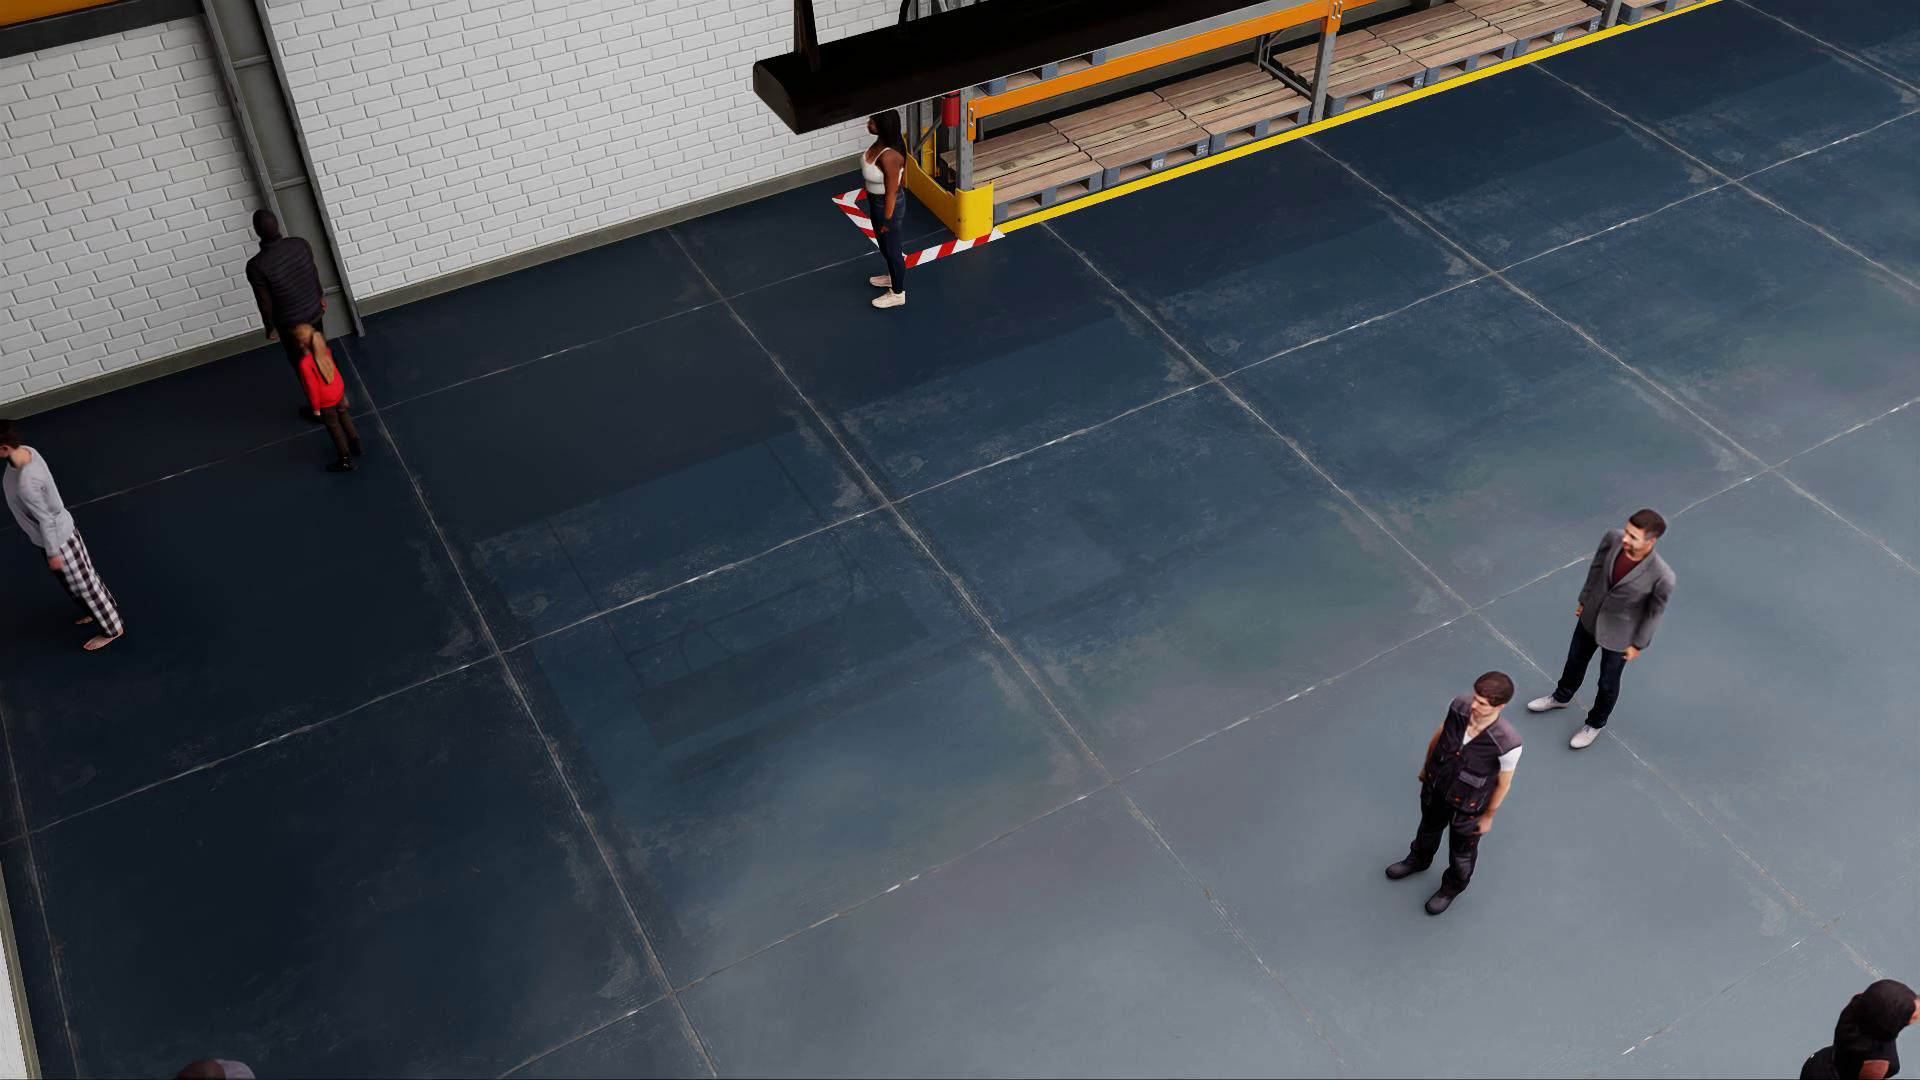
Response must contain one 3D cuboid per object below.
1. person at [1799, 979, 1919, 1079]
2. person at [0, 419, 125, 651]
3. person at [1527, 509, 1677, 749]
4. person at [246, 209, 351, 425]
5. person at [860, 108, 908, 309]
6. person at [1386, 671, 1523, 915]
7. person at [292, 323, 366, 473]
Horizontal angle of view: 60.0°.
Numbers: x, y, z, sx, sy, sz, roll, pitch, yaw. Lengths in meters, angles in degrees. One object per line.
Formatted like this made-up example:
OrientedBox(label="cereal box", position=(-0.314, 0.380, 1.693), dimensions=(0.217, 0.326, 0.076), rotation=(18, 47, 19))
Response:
OrientedBox(label="person", position=(4.218, 2.653, 8.028), dimensions=(0.722, 1.740, 0.675), rotation=(8, 44, 8))
OrientedBox(label="person", position=(-5.876, -0.055, 10.793), dimensions=(0.515, 1.848, 0.614), rotation=(-21, 48, -21))
OrientedBox(label="person", position=(3.979, 0.516, 10.176), dimensions=(0.557, 1.871, 0.674), rotation=(-22, 48, -21))
OrientedBox(label="person", position=(-4.991, -1.690, 12.517), dimensions=(0.833, 1.836, 0.676), rotation=(26, 49, 25))
OrientedBox(label="person", position=(-0.585, -2.756, 13.656), dimensions=(0.741, 1.810, 0.733), rotation=(-3, 44, -4))
OrientedBox(label="person", position=(2.798, 1.386, 9.280), dimensions=(0.586, 1.848, 0.676), rotation=(-26, 49, -25))
OrientedBox(label="person", position=(-4.673, -1.065, 12.264), dimensions=(0.625, 1.281, 0.578), rotation=(6, 44, 6))
